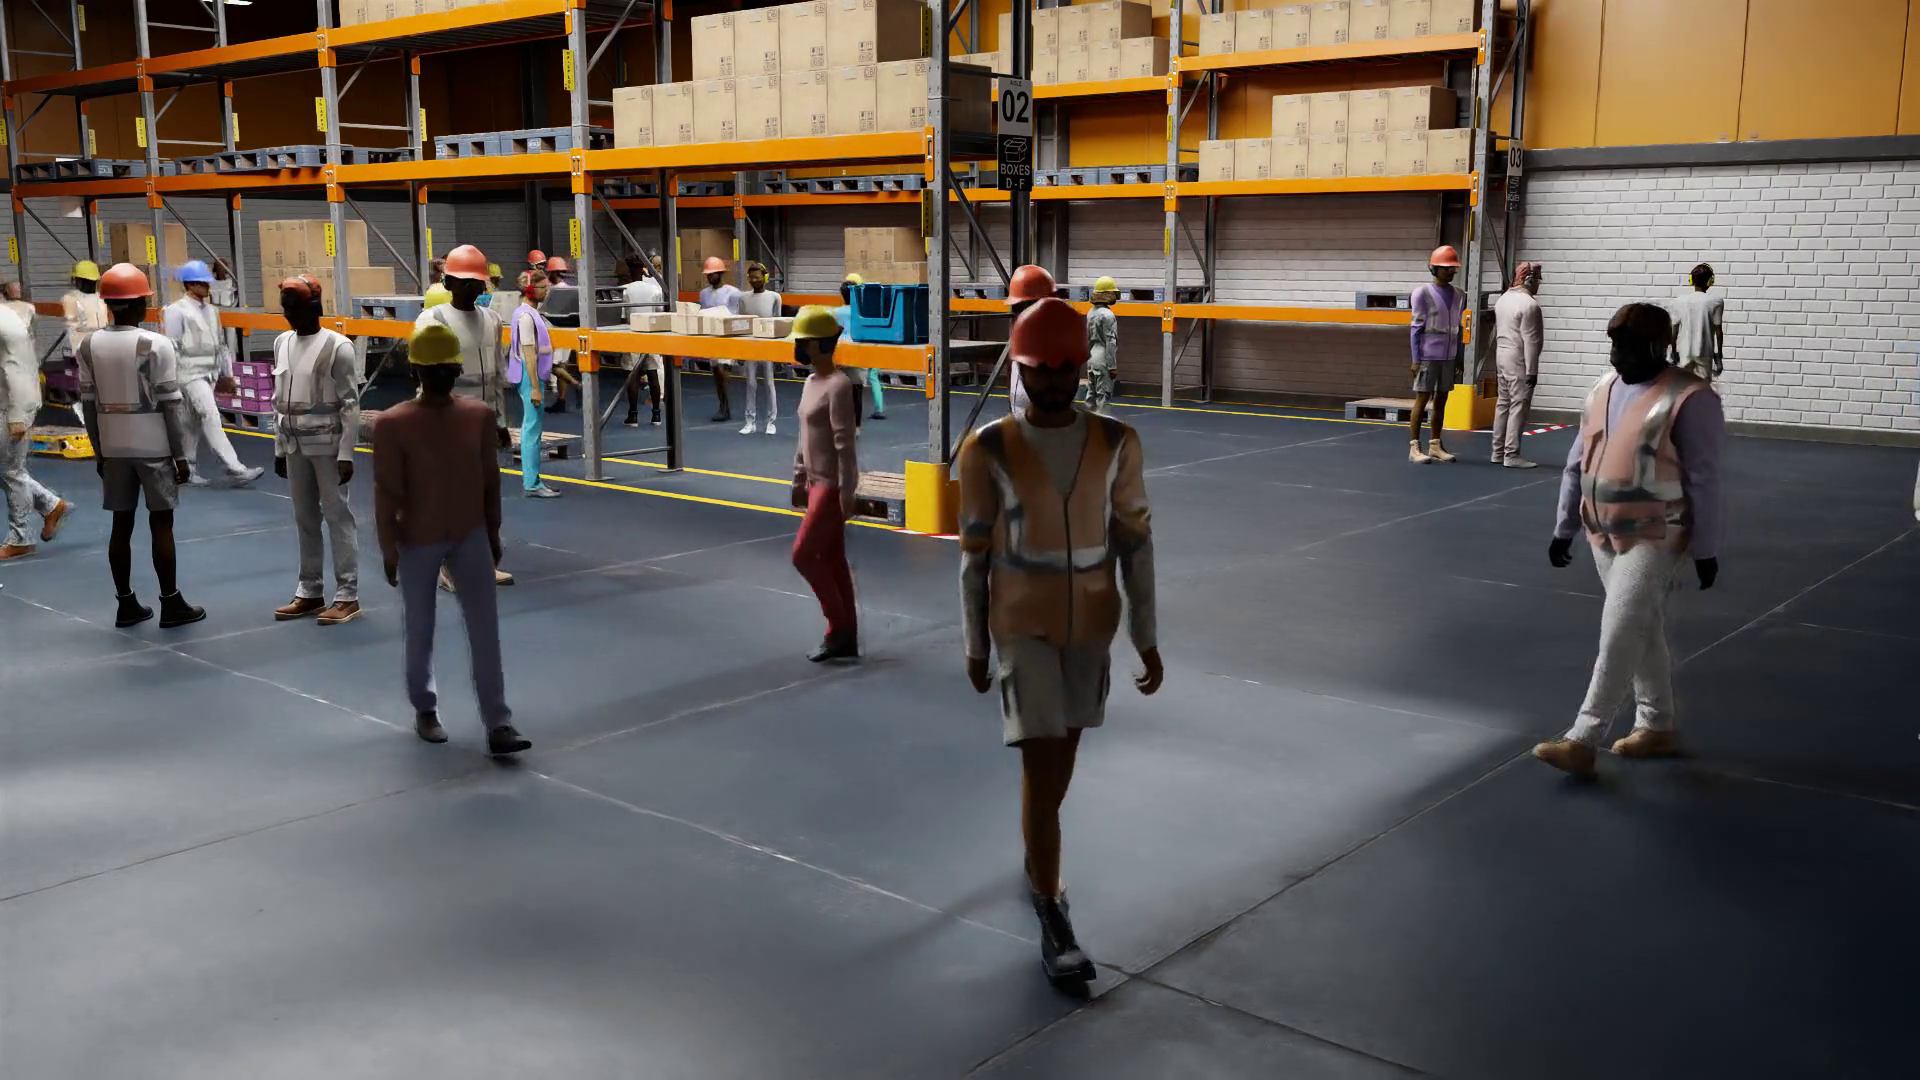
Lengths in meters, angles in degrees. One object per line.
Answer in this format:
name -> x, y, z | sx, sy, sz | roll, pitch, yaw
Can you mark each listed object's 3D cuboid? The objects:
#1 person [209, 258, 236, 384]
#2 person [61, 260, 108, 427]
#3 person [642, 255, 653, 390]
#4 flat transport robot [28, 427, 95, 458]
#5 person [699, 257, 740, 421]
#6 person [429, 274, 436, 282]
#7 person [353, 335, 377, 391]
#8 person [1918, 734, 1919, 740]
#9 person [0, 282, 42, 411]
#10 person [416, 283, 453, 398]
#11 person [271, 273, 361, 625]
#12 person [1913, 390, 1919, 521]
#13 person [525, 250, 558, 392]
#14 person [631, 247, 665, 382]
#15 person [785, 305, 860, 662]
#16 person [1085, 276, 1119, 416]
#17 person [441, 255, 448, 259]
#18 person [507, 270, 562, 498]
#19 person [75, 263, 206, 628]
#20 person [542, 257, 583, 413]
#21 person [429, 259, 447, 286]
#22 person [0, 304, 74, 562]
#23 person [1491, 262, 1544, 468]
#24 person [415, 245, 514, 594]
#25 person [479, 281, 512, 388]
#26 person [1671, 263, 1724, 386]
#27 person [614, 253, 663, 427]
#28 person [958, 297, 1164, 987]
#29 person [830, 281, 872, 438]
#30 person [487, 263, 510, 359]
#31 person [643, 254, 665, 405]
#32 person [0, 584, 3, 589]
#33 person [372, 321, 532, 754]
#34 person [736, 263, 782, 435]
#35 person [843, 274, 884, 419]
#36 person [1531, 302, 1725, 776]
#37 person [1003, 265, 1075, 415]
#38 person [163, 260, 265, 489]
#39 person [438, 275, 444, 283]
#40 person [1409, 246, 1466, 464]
person -> -10.984, -3.261, 24.806 | 0.611, 1.874, 0.444 | -3, 10, -15
person -> -9.521, -2.093, 18.127 | 0.545, 1.896, 0.592 | 3, 10, 16
person -> -4.328, -3.079, 23.672 | 0.590, 1.916, 0.398 | -4, 11, -23
flat transport robot -> -8.858, -0.973, 16.359 | 1.431, 0.197, 0.652 | 5, 11, 25
person -> -2.847, -2.326, 19.374 | 0.565, 1.914, 0.585 | 5, 11, 27
person -> -8.534, -3.523, 27.087 | 0.512, 1.609, 0.593 | -4, 11, -21
person -> -8.565, -3.052, 23.747 | 0.404, 1.834, 0.591 | -1, 10, -3
person -> 4.239, 0.117, 6.397 | 0.505, 1.590, 0.800 | -9, 14, -43
person -> -11.757, -2.401, 20.723 | 0.874, 1.591, 0.523 | 7, 12, 36
person -> -3.208, -0.701, 10.455 | 0.557, 1.807, 0.590 | 2, 10, 9
person -> -3.492, -0.486, 8.988 | 0.572, 1.887, 0.356 | 5, 11, 25
person -> 7.333, -0.940, 12.277 | 0.522, 1.638, 0.310 | 1, 10, 4
person -> -5.849, -3.031, 23.161 | 0.373, 1.997, 0.618 | 6, 12, 31
person -> -4.617, -3.412, 25.206 | 0.536, 2.000, 0.688 | 6, 12, 32
person -> -0.672, -0.259, 8.086 | 0.437, 1.750, 0.553 | -3, 11, -19
person -> 1.427, -1.739, 16.530 | 0.294, 1.744, 0.484 | -4, 11, -23
person -> -8.862, -4.002, 28.949 | 0.409, 1.909, 0.643 | -9, 13, -40
person -> -3.482, -1.264, 13.530 | 0.388, 1.846, 0.565 | -3, 10, -15
person -> -4.369, -0.491, 8.860 | 0.545, 1.942, 0.351 | 1, 10, 6
person -> -4.816, -2.488, 20.294 | 0.628, 1.921, 0.552 | 2, 10, 14
person -> -6.097, -2.379, 19.763 | 0.576, 1.886, 0.673 | 8, 13, 37
person -> -6.197, -0.832, 10.877 | 0.649, 1.915, 0.604 | 6, 12, 32
person -> 5.178, -1.609, 15.369 | 0.400, 1.896, 0.654 | -1, 10, -8
person -> -2.894, -0.709, 9.827 | 0.395, 2.039, 0.606 | 6, 12, 31
person -> -6.897, -3.059, 23.906 | 0.909, 1.792, 0.650 | 1, 10, 5
person -> 7.385, -1.827, 16.669 | 0.513, 1.872, 0.328 | 7, 12, 36
person -> -3.642, -2.267, 18.910 | 0.603, 1.964, 0.367 | -5, 11, -26
person -> 0.276, 0.244, 4.843 | 0.546, 1.890, 0.996 | -2, 10, -14
person -> -1.172, -1.925, 17.791 | 0.546, 1.672, 0.482 | 0, 10, -1
person -> -7.025, -3.270, 25.125 | 0.475, 1.791, 0.612 | -1, 10, -3
person -> -3.904, -2.716, 21.536 | 0.366, 1.939, 0.635 | 6, 11, 29
person -> -5.924, -0.513, 9.841 | 0.305, 1.639, 0.522 | -7, 12, -34
person -> -2.021, 0.010, 6.576 | 0.542, 1.724, 0.879 | -7, 12, -36
person -> -2.176, -2.067, 18.068 | 0.535, 1.858, 0.309 | 2, 10, 9
person -> -1.238, -2.295, 19.772 | 0.918, 1.719, 0.529 | 10, 14, 44
person -> 2.511, -0.002, 6.437 | 0.881, 1.808, 0.657 | -3, 10, -18
person -> 0.418, -0.550, 9.238 | 0.375, 1.927, 0.543 | -5, 11, -26
person -> -6.256, -1.371, 13.952 | 0.937, 1.905, 0.639 | 1, 10, 7
person -> -3.407, -0.875, 11.267 | 0.330, 1.866, 0.512 | 5, 11, 24
person -> 4.512, -1.734, 15.648 | 0.611, 2.042, 0.396 | -5, 11, -25
